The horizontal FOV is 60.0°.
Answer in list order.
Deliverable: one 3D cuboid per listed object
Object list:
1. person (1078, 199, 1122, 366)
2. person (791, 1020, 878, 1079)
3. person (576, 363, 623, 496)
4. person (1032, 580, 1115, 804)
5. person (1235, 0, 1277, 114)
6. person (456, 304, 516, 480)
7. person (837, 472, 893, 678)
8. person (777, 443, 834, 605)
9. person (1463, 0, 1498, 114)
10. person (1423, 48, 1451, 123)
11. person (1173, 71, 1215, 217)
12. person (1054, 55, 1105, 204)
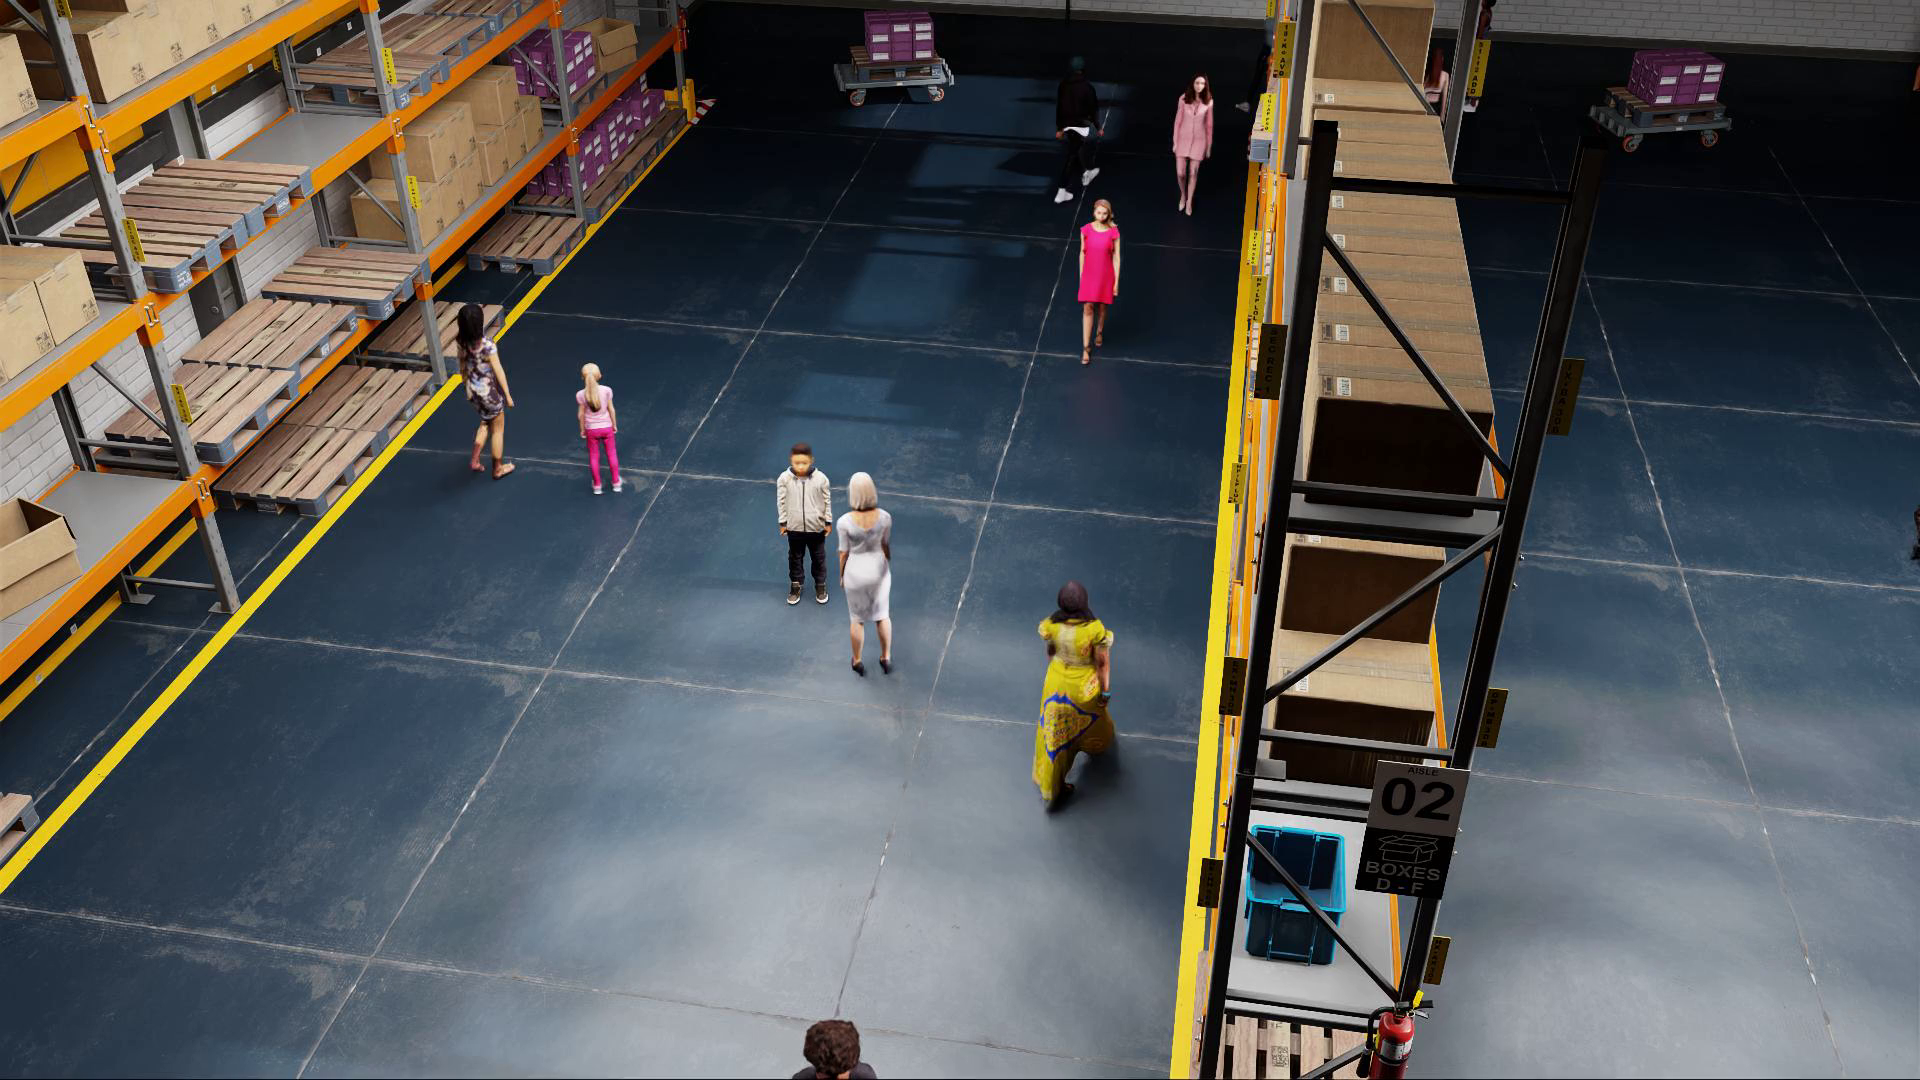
[{"bbox_3d":[1.439,-2.709,17.053,0.592,1.695,0.851,7,34,10],"label":"person"},{"bbox_3d":[-0.623,3.043,8.322,0.701,1.780,0.707,-10,35,-14],"label":"person"},{"bbox_3d":[-3.230,-1.005,14.872,0.558,1.271,0.596,-9,35,-13],"label":"person"},{"bbox_3d":[0.779,1.084,11.430,0.825,1.602,1.296,14,36,20],"label":"person"},{"bbox_3d":[4.446,-6.789,23.204,1.155,1.680,1.109,-21,39,-28],"label":"person"},{"bbox_3d":[-4.297,-1.264,14.853,0.707,1.723,0.778,17,37,24],"label":"person"},{"bbox_3d":[-0.696,0.275,12.515,0.637,1.748,0.641,-8,34,-12],"label":"person"},{"bbox_3d":[-1.244,-0.151,13.422,0.633,1.453,0.584,-2,34,-3],"label":"person"},{"bbox_3d":[7.281,-6.873,23.316,0.680,1.696,0.507,12,35,17],"label":"person"},{"bbox_3d":[5.861,-5.279,20.881,0.629,1.736,0.843,4,34,6],"label":"person"},{"bbox_3d":[2.813,-4.824,20.149,0.636,1.788,0.598,4,34,6],"label":"person"},{"bbox_3d":[1.371,-5.016,20.455,1.095,1.770,1.285,27,42,34],"label":"person"}]
